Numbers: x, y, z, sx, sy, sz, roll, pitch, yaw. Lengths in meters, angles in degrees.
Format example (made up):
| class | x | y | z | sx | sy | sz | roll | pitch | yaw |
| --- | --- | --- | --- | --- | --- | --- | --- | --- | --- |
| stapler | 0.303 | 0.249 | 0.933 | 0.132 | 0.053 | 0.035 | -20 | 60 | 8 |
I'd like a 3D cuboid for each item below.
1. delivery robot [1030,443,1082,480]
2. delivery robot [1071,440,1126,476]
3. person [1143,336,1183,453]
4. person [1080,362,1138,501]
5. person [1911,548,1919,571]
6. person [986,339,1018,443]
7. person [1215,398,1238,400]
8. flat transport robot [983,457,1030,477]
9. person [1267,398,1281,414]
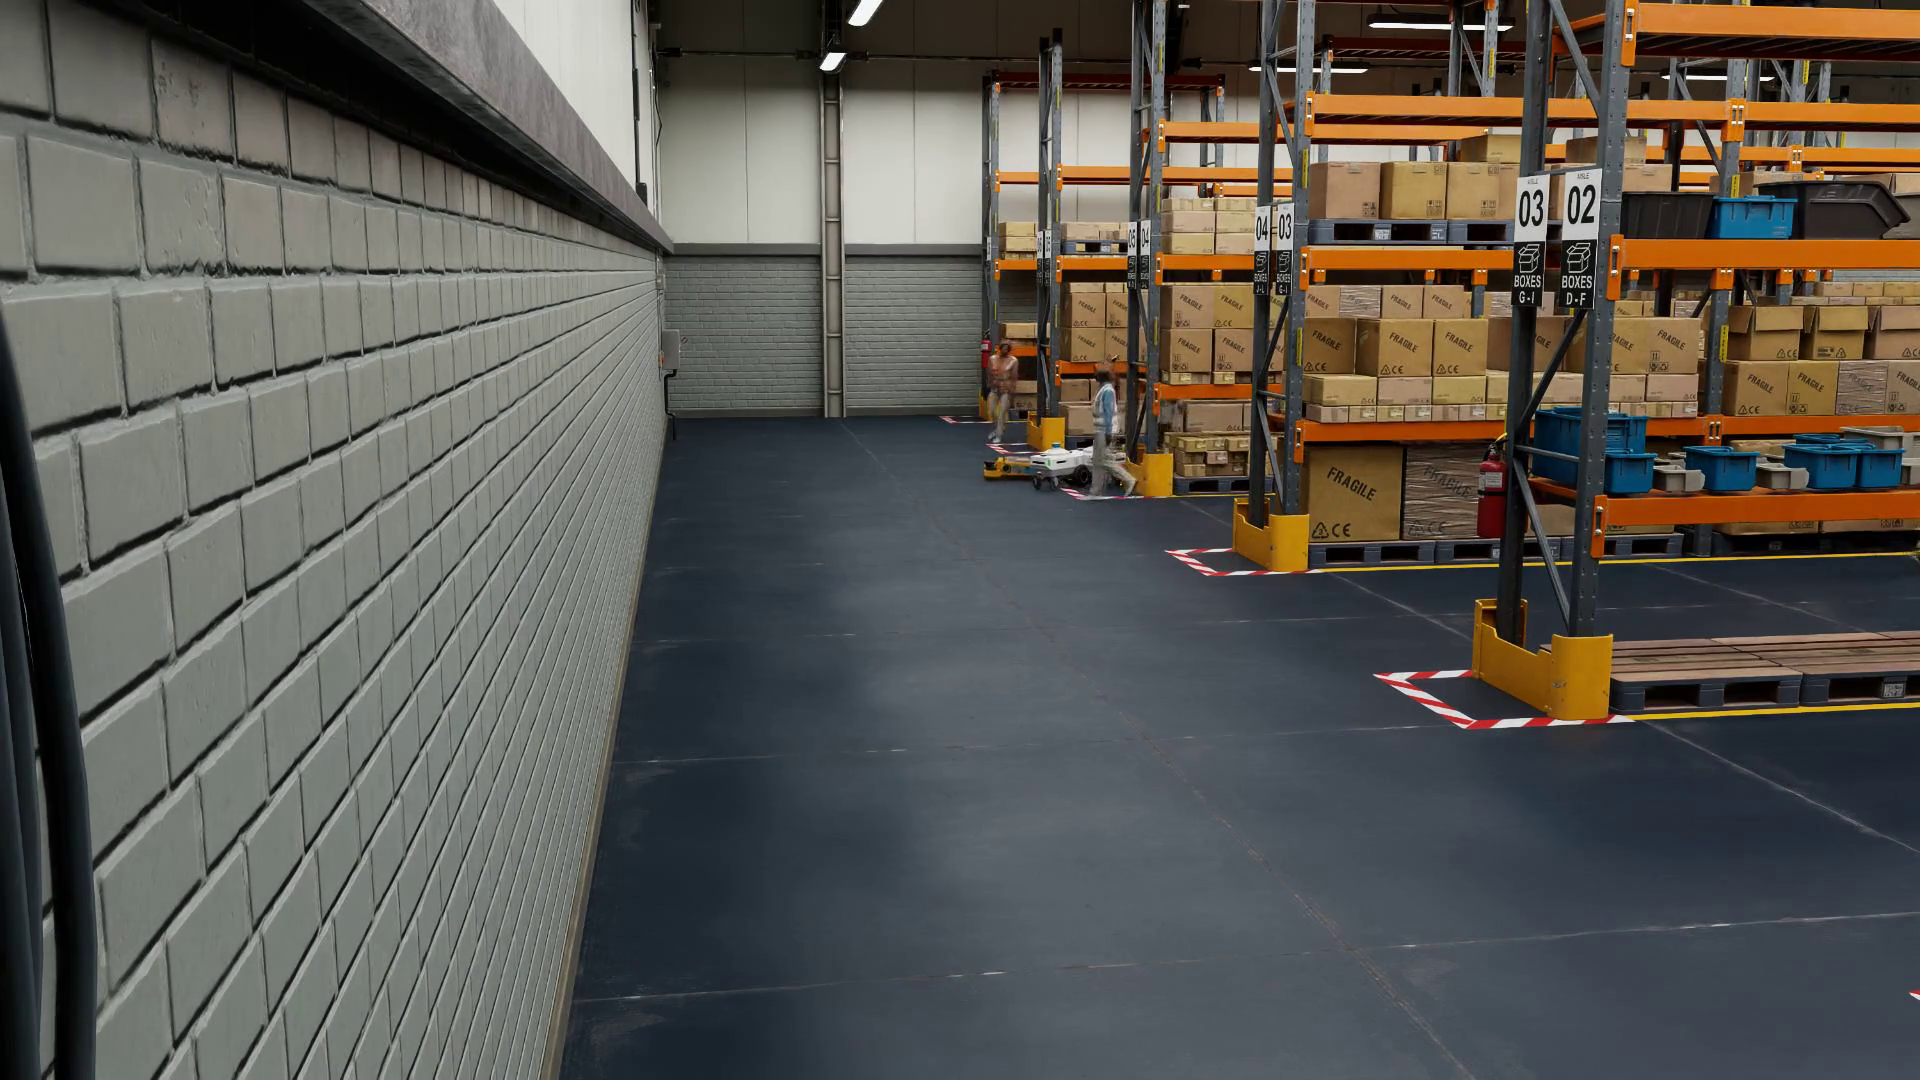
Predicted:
| class | x | y | z | sx | sy | sz | roll | pitch | yaw |
| --- | --- | --- | --- | --- | --- | --- | --- | --- | --- |
| delivery robot | 1.169 | -0.943 | 20.243 | 0.477 | 0.478 | 0.707 | 8 | 12 | 40 |
| delivery robot | 1.694 | -0.989 | 20.530 | 0.707 | 0.478 | 0.477 | 8 | 12 | 40 |
| person | 2.693 | -1.839 | 21.955 | 0.614 | 1.893 | 0.604 | -9 | 13 | -43 |
| person | 1.706 | -1.234 | 19.045 | 0.563 | 1.624 | 0.529 | -1 | 9 | -4 |
| person | 8.725 | -0.470 | 14.430 | 0.804 | 1.600 | 0.501 | -2 | 9 | -12 |
| person | 0.626 | -2.281 | 25.552 | 0.561 | 1.611 | 0.381 | 5 | 10 | 26 |
| person | 4.370 | -2.756 | 27.596 | 0.797 | 1.897 | 0.597 | 2 | 9 | 12 |
| flat transport robot | 1.029 | -0.934 | 21.320 | 1.431 | 0.197 | 0.652 | 1 | 9 | 3 |
| person | 4.029 | -1.743 | 21.351 | 0.957 | 1.888 | 0.569 | -2 | 9 | -12 |
